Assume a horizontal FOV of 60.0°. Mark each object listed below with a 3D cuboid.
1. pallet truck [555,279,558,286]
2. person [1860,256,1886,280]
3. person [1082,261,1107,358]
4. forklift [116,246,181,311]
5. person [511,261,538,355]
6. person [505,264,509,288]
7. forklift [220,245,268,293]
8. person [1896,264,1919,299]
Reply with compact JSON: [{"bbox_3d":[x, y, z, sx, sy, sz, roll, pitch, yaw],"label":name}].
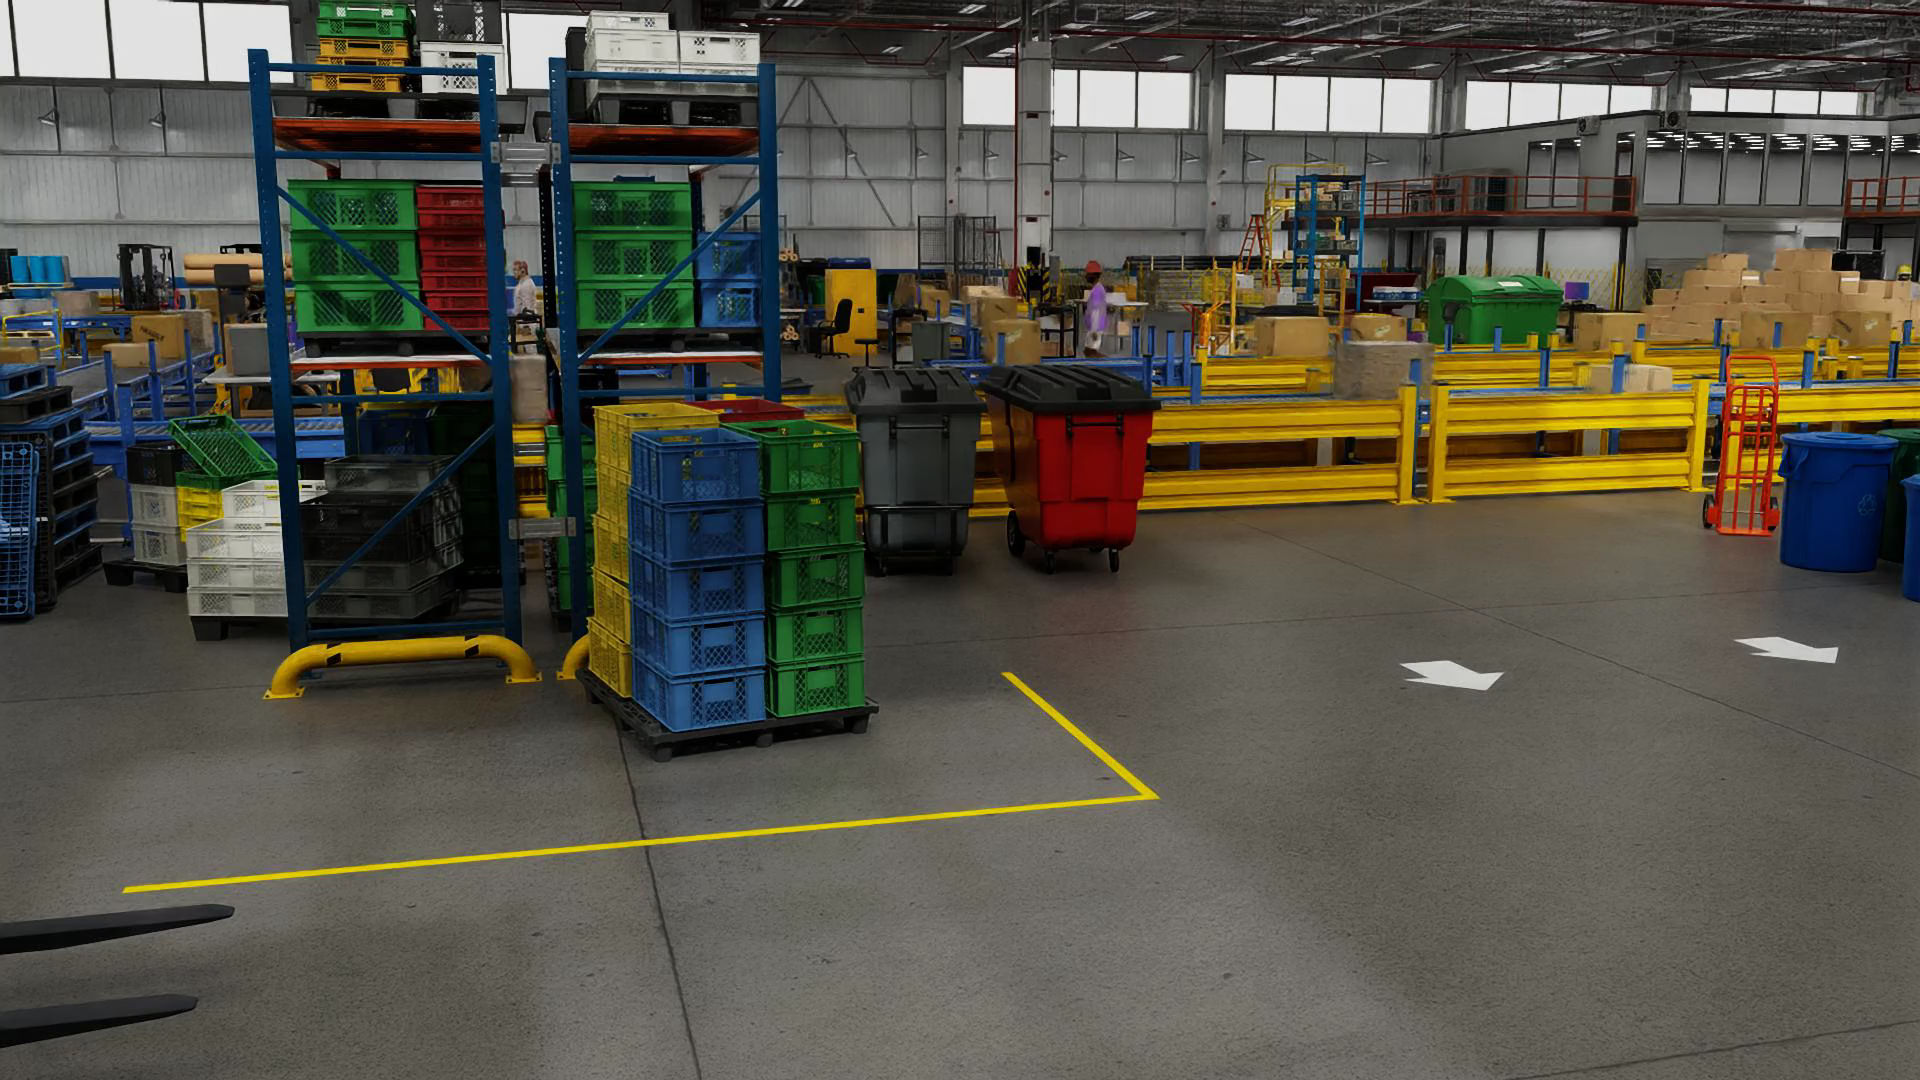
[{"bbox_3d":[-10.604,-6.375,44.520,0.653,1.274,1.630,-3,10,-15],"label":"pallet truck"},{"bbox_3d":[21.955,-5.889,40.121,0.575,1.885,0.355,6,12,31],"label":"person"},{"bbox_3d":[2.065,-3.149,24.528,0.739,1.916,0.552,1,10,3],"label":"person"},{"bbox_3d":[-19.966,-6.232,40.894,1.157,1.987,2.680,-3,10,-15],"label":"forklift"},{"bbox_3d":[-6.923,-3.477,26.448,0.396,1.899,0.644,-3,10,-16],"label":"person"},{"bbox_3d":[-10.862,-5.709,39.487,0.672,1.750,0.536,-8,13,-39],"label":"person"},{"bbox_3d":[-17.749,-6.334,41.440,1.157,1.987,2.680,-3,10,-17],"label":"forklift"},{"bbox_3d":[15.632,-3.663,27.658,0.588,1.834,0.403,1,10,8],"label":"person"}]
